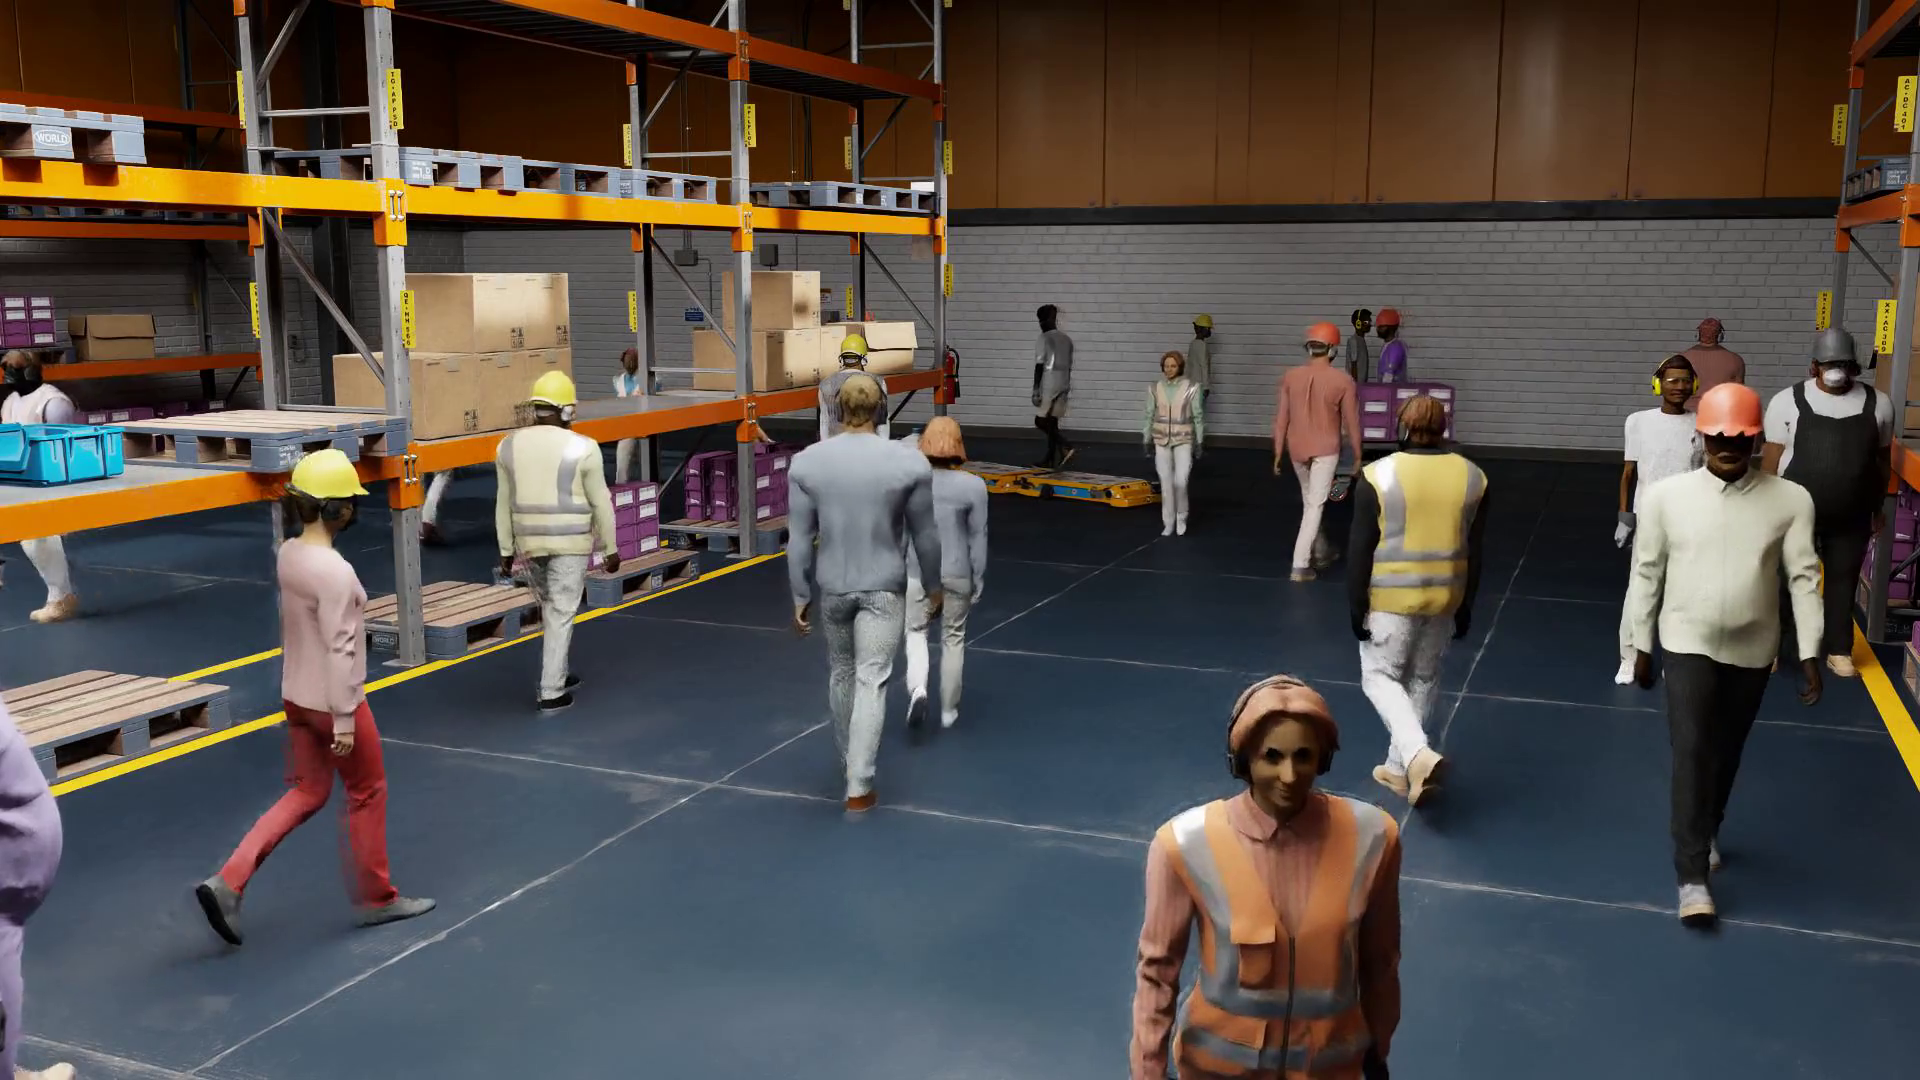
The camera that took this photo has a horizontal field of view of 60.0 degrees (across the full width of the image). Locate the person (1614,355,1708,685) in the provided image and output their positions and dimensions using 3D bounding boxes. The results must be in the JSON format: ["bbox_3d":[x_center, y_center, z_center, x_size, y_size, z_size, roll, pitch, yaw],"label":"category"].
[{"bbox_3d":[3.962,-0.100,9.362,0.511,1.873,0.328,2,10,13],"label":"person"}]

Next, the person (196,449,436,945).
[{"bbox_3d":[-2.258,0.554,5.775,0.528,1.742,0.735,9,13,44],"label":"person"}]

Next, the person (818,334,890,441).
[{"bbox_3d":[-0.839,-0.736,13.367,0.588,1.827,0.403,3,10,18],"label":"person"}]

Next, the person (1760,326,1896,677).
[{"bbox_3d":[4.992,-0.221,9.580,0.705,2.000,0.536,2,10,14],"label":"person"}]

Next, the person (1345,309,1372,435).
[{"bbox_3d":[4.650,-1.752,19.391,0.325,1.866,0.524,3,10,18],"label":"person"}]

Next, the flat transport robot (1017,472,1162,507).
[{"bbox_3d":[1.322,-0.524,16.766,1.431,0.197,0.652,9,13,42],"label":"flat transport robot"}]

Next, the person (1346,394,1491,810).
[{"bbox_3d":[1.994,0.280,7.233,0.622,1.822,0.709,-2,10,-10],"label":"person"}]

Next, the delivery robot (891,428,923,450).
[{"bbox_3d":[-0.481,-1.006,18.546,0.707,0.478,0.477,7,12,36],"label":"delivery robot"}]

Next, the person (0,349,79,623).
[{"bbox_3d":[-6.125,-0.350,11.021,0.654,1.822,0.489,6,11,33],"label":"person"}]

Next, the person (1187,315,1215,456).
[{"bbox_3d":[3.001,-1.928,20.775,0.329,1.762,0.523,-2,10,-11],"label":"person"}]

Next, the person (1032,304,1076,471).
[{"bbox_3d":[1.086,-1.737,19.083,0.636,1.934,0.672,8,13,41],"label":"person"}]

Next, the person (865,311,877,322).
[{"bbox_3d":[-1.177,-1.750,19.443,0.649,1.855,0.696,4,10,21],"label":"person"}]

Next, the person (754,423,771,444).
[{"bbox_3d":[-2.426,-1.798,19.196,0.469,2.029,0.617,-4,10,-25],"label":"person"}]

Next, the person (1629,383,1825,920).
[{"bbox_3d":[2.838,0.389,6.189,0.624,1.944,1.022,2,10,15],"label":"person"}]

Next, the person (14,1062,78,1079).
[{"bbox_3d":[-2.793,0.851,4.268,0.544,1.646,0.861,4,10,24],"label":"person"}]

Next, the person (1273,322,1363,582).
[{"bbox_3d":[2.750,-0.680,12.679,0.662,1.939,1.022,7,12,37],"label":"person"}]

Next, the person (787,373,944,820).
[{"bbox_3d":[-0.393,0.211,7.394,0.651,1.895,0.957,2,10,11],"label":"person"}]

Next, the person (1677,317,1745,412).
[{"bbox_3d":[6.671,-1.035,14.918,0.651,1.907,0.409,4,10,24],"label":"person"}]

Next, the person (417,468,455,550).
[{"bbox_3d":[-4.505,-0.871,13.886,0.646,1.916,0.429,3,10,17],"label":"person"}]

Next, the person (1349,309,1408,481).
[{"bbox_3d":[4.597,-1.548,18.057,1.005,1.889,0.550,-1,9,-4],"label":"person"}]

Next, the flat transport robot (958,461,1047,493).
[{"bbox_3d":[0.244,-0.682,17.726,0.652,0.197,1.431,-8,12,-39],"label":"flat transport robot"}]

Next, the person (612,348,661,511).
[{"bbox_3d":[-3.054,-0.988,15.556,0.528,1.586,0.858,3,10,20],"label":"person"}]

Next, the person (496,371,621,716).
[{"bbox_3d":[-2.107,0.001,8.920,0.611,1.805,0.705,3,10,16],"label":"person"}]

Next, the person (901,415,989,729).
[{"bbox_3d":[-0.109,0.182,8.396,0.512,1.619,0.530,0,9,3],"label":"person"}]

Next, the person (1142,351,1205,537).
[{"bbox_3d":[1.847,-0.829,14.500,0.544,1.622,0.395,4,10,24],"label":"person"}]

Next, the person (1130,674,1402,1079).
[{"bbox_3d":[0.593,1.058,3.155,0.547,1.590,0.849,0,9,-1],"label":"person"}]

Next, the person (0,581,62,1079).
[{"bbox_3d":[-2.101,0.851,3.509,0.399,1.903,0.643,-7,12,-37],"label":"person"}]
